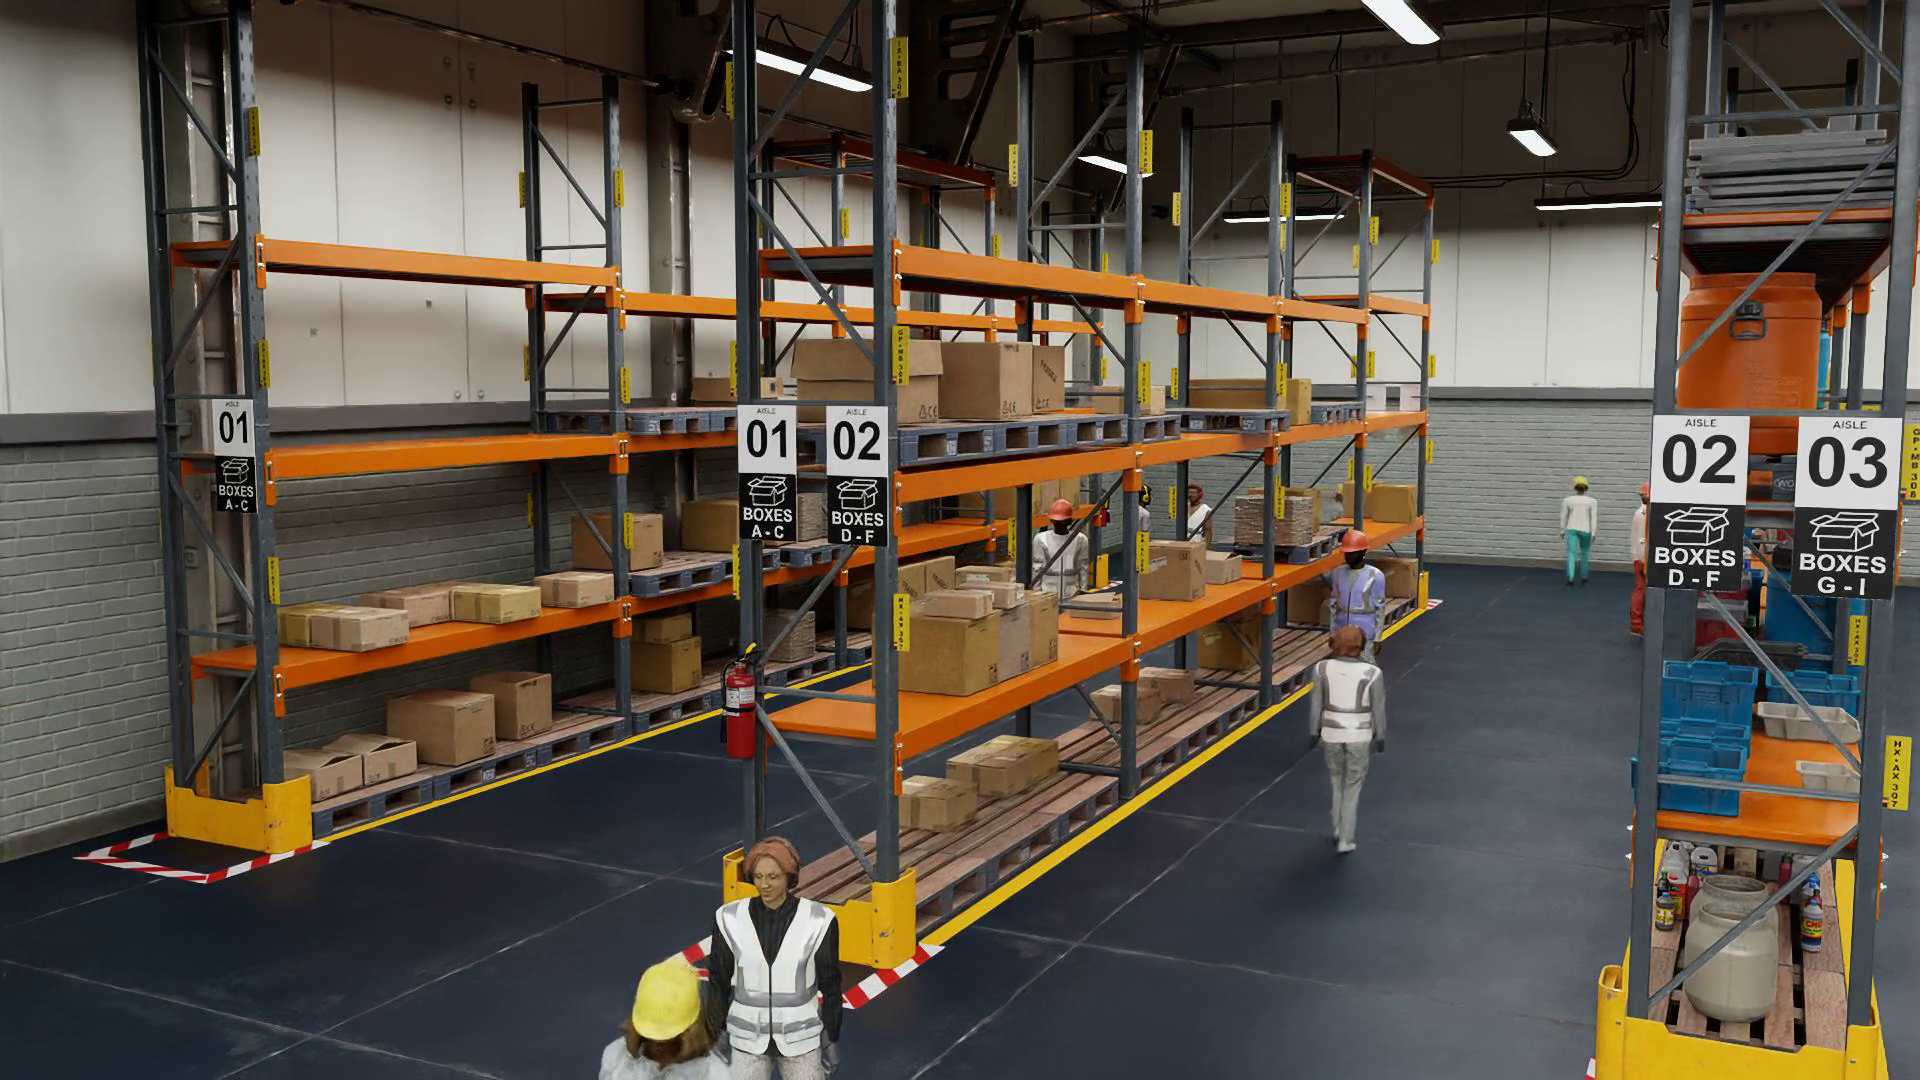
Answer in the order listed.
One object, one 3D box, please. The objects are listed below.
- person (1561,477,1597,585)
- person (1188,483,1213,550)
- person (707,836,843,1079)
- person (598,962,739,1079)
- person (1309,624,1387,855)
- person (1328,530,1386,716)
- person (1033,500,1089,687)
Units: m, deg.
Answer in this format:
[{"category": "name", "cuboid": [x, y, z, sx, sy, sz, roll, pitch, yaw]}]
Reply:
[{"category": "person", "cuboid": [9.843, -0.144, 26.469, 0.542, 1.716, 0.935, 3, 7, 26]}, {"category": "person", "cuboid": [3.268, 0.133, 23.128, 0.377, 1.844, 0.570, -5, 7, -37]}, {"category": "person", "cuboid": [-0.714, 1.952, 6.444, 0.525, 1.637, 0.307, 0, 6, 3]}, {"category": "person", "cuboid": [-0.860, 2.058, 5.176, 0.558, 1.693, 0.827, 3, 7, 30]}, {"category": "person", "cuboid": [2.788, 1.403, 11.853, 0.521, 1.619, 0.601, 4, 7, 33]}, {"category": "person", "cuboid": [3.689, 0.868, 15.558, 0.550, 1.933, 0.374, 5, 8, 42]}, {"category": "person", "cuboid": [1.085, 0.578, 17.884, 0.605, 2.038, 0.394, 0, 6, -3]}]
